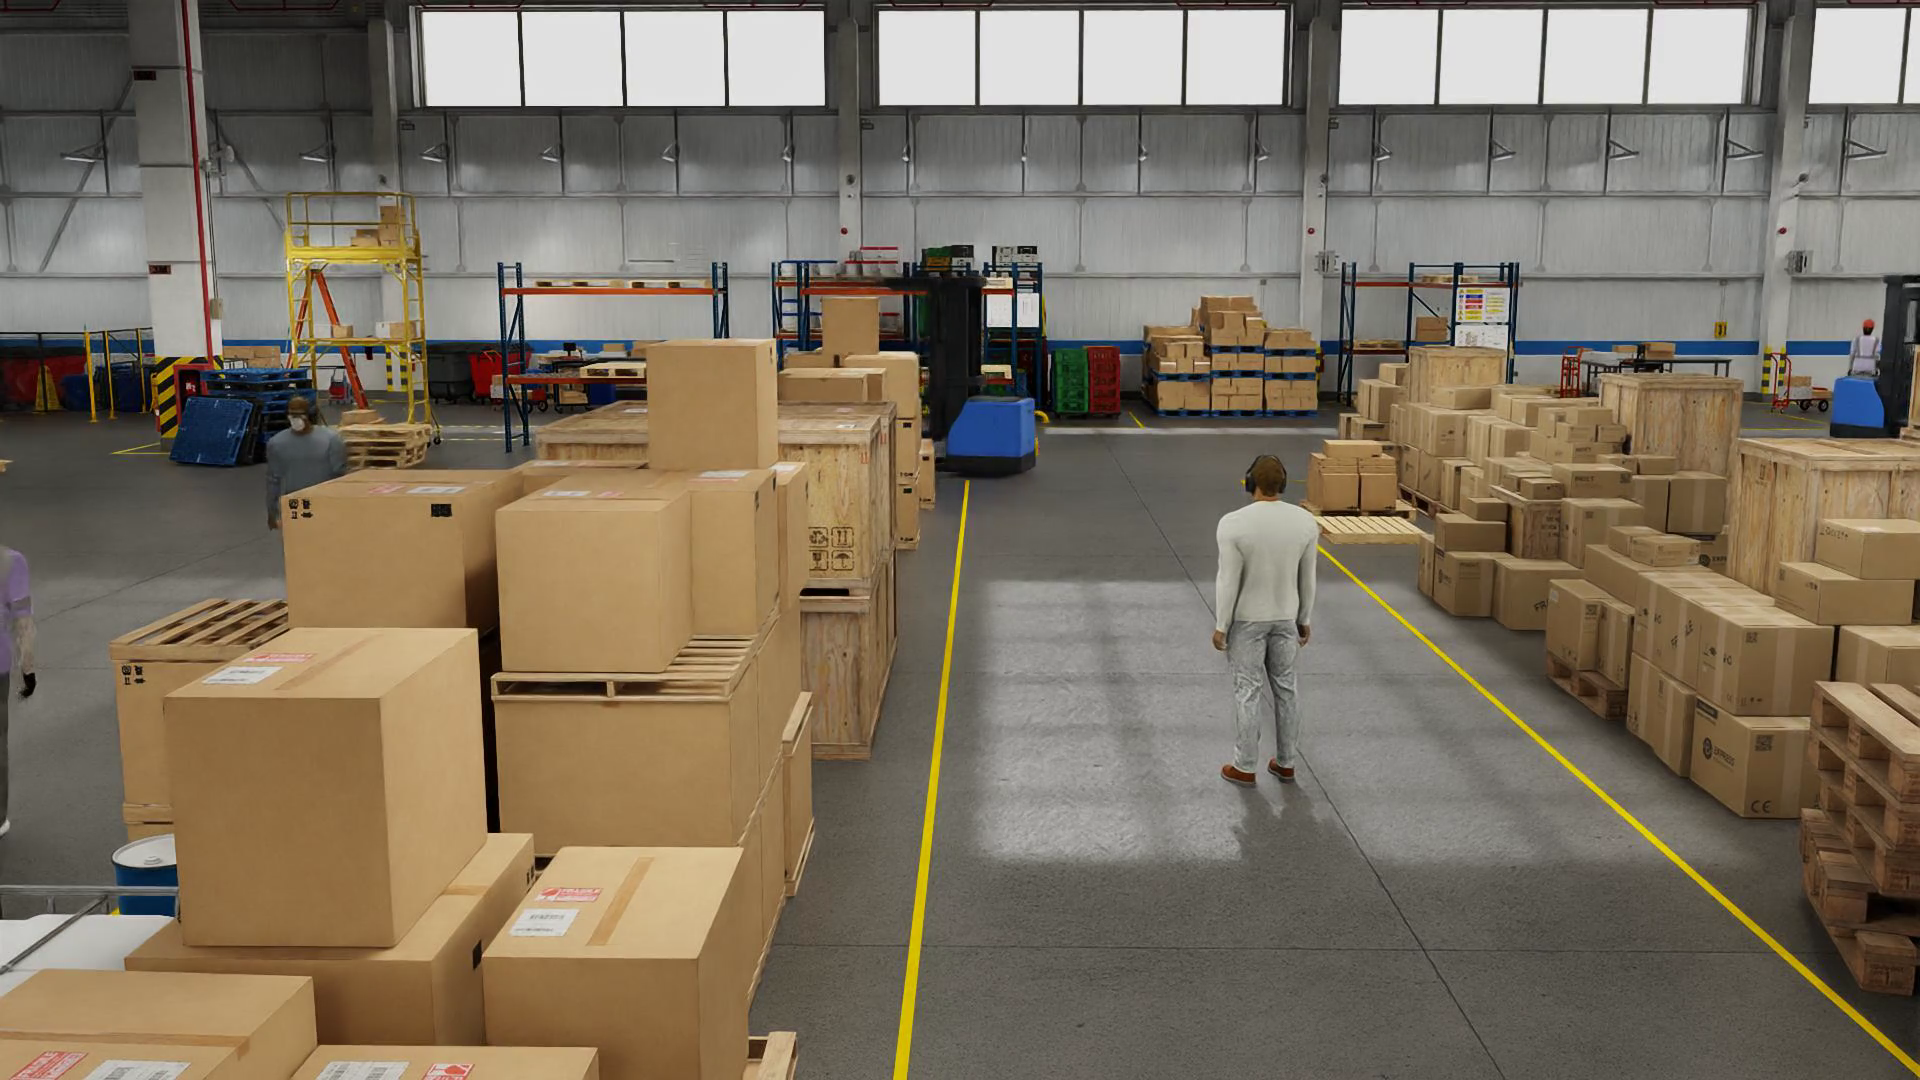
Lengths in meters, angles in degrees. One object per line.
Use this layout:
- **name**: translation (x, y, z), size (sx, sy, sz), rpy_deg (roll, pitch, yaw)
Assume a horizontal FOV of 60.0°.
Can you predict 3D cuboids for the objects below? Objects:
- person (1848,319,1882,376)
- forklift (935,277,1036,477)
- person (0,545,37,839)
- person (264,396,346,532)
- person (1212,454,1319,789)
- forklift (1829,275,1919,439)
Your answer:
- **person**: translation (17.995, -3.439, 33.101), size (0.564, 1.917, 0.410), rpy_deg (4, 10, 20)
- **forklift**: translation (0.083, -2.367, 23.815), size (1.873, 2.768, 1.129), rpy_deg (3, 10, 16)
- **person**: translation (-5.172, 0.639, 8.695), size (0.627, 1.908, 0.424), rpy_deg (-4, 10, -23)
- **person**: translation (-5.508, -0.248, 13.995), size (0.665, 1.915, 0.645), rpy_deg (-1, 10, -9)
- **person**: translation (1.758, 0.471, 9.631), size (0.635, 1.937, 0.353), rpy_deg (-3, 10, -17)
- **forklift**: translation (15.629, -2.985, 27.516), size (1.129, 2.768, 1.873), rpy_deg (-4, 10, -22)
